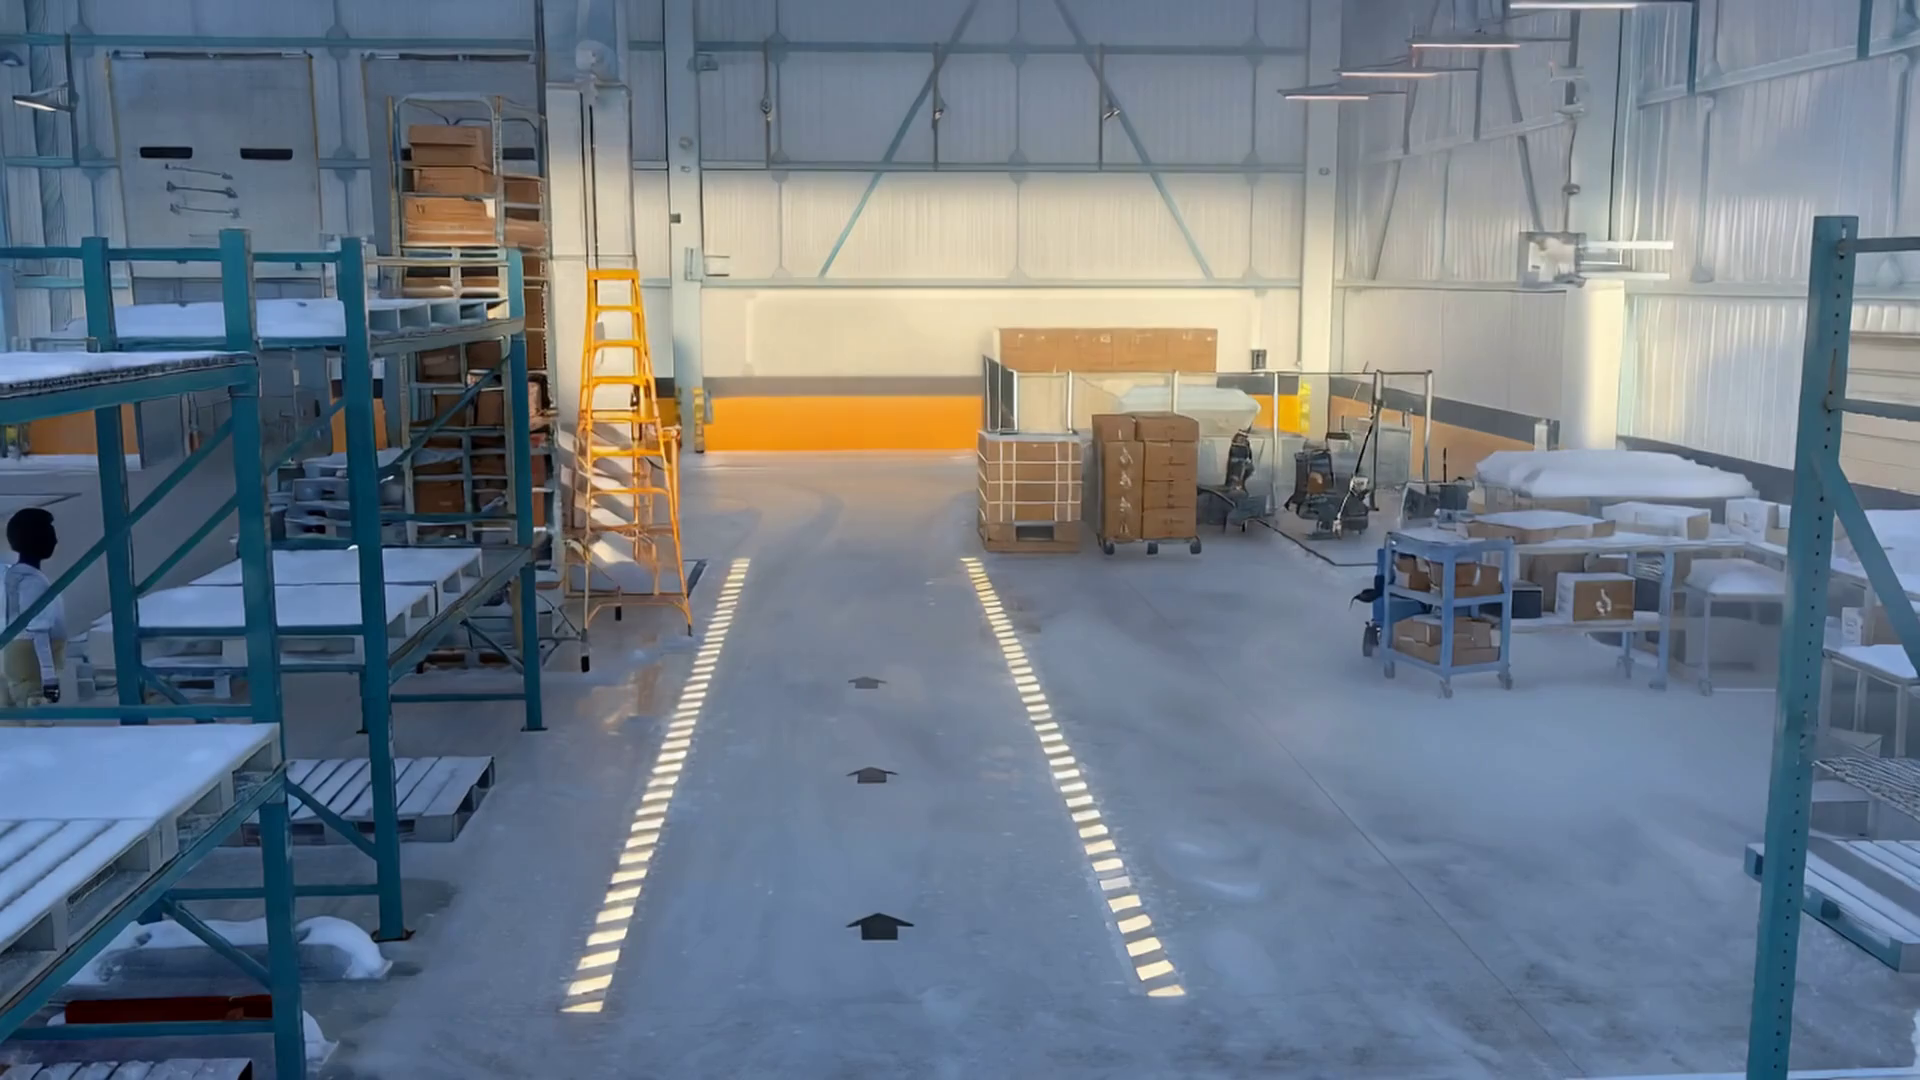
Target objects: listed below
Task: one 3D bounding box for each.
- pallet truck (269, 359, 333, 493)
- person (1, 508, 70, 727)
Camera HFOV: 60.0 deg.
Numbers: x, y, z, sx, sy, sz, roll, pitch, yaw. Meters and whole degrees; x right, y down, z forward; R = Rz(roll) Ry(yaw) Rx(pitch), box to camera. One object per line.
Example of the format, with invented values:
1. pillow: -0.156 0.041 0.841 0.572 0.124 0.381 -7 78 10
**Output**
1. pallet truck: -7.062 -1.131 18.996 1.885 1.965 0.823 2 9 13
2. person: -4.787 0.674 8.633 0.321 1.689 0.530 -6 11 -34
